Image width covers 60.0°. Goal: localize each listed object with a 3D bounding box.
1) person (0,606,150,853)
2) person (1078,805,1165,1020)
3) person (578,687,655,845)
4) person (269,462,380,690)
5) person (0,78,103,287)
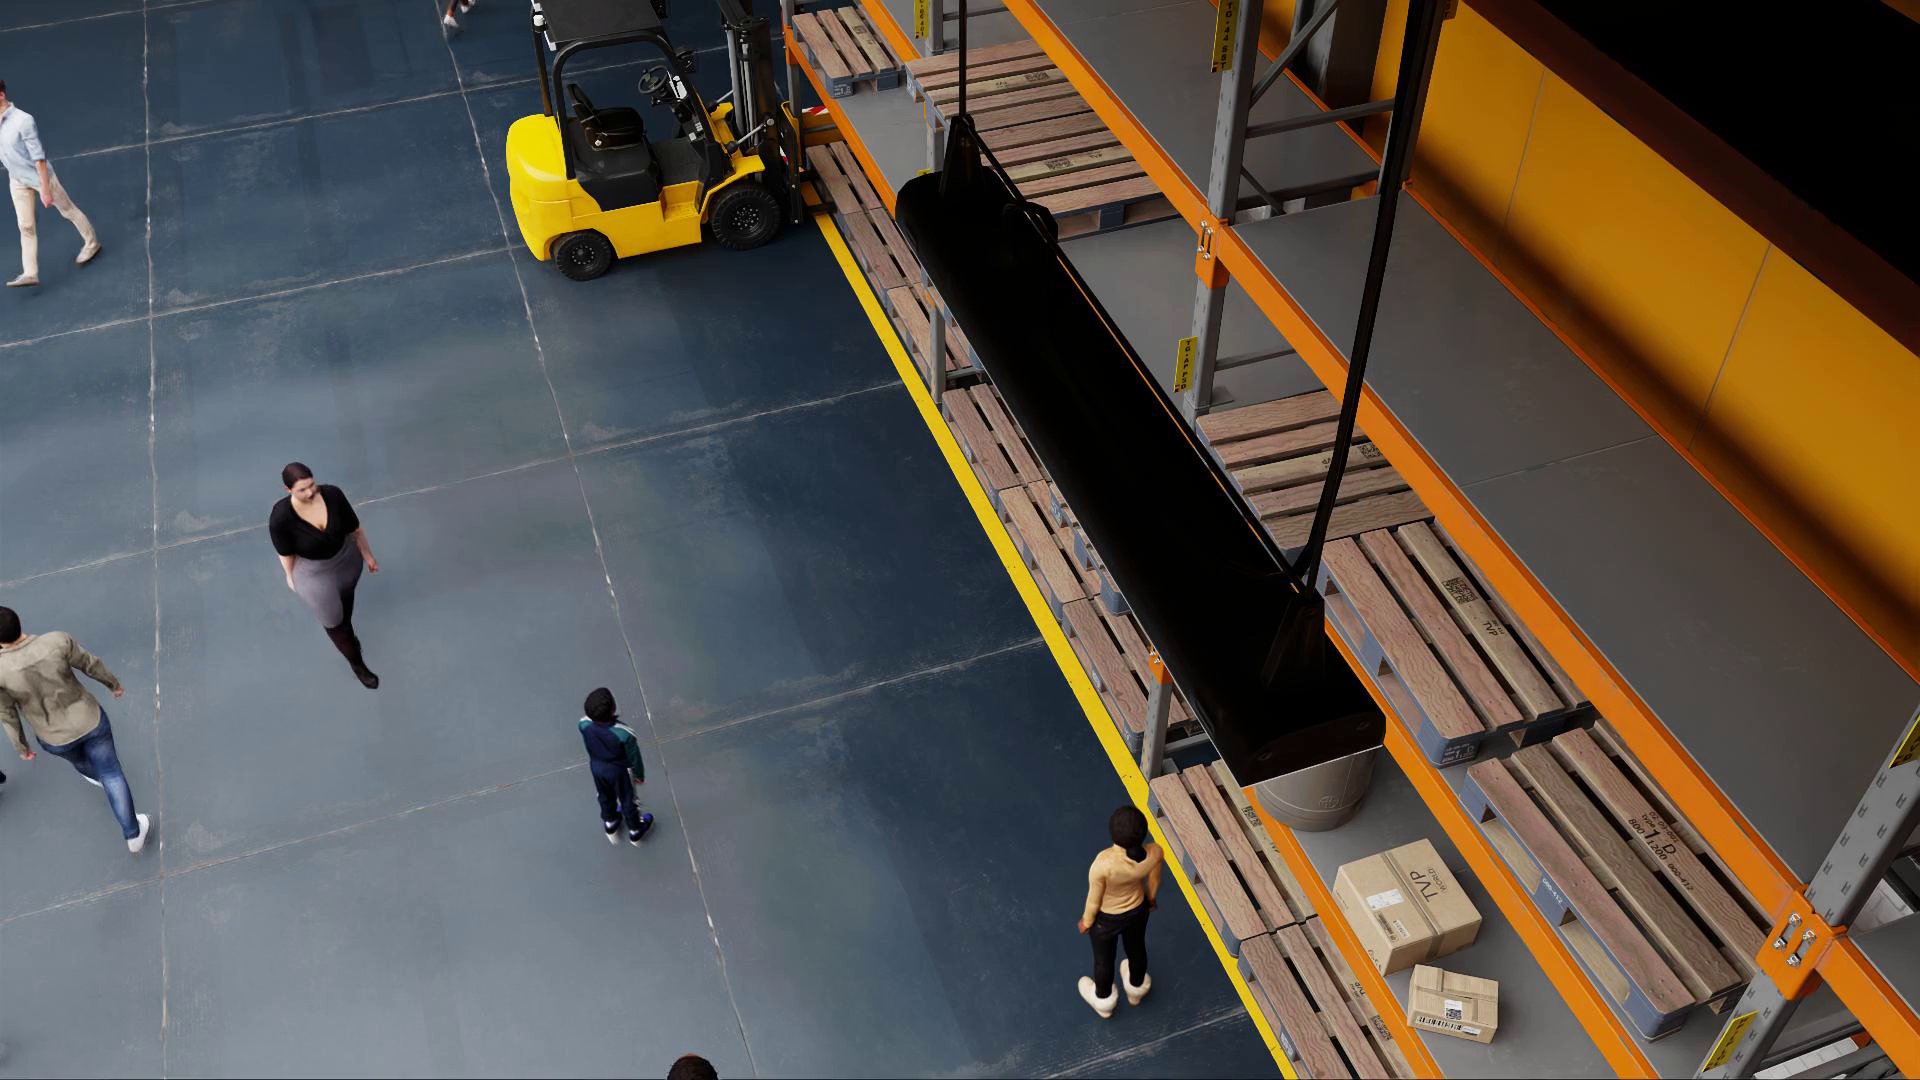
[{"bbox_3d":[-5.075,1.108,9.534,1.001,1.821,1.196,-27,50,-26],"label":"person"},{"bbox_3d":[0.846,1.953,8.764,0.597,1.659,0.526,-15,46,-15],"label":"person"},{"bbox_3d":[-2.036,1.315,9.727,0.567,1.255,0.607,11,45,11],"label":"person"},{"bbox_3d":[-4.097,0.130,10.629,1.022,1.728,0.895,31,52,29],"label":"person"},{"bbox_3d":[-7.674,-3.062,13.922,1.127,1.806,1.241,14,45,14],"label":"person"}]
